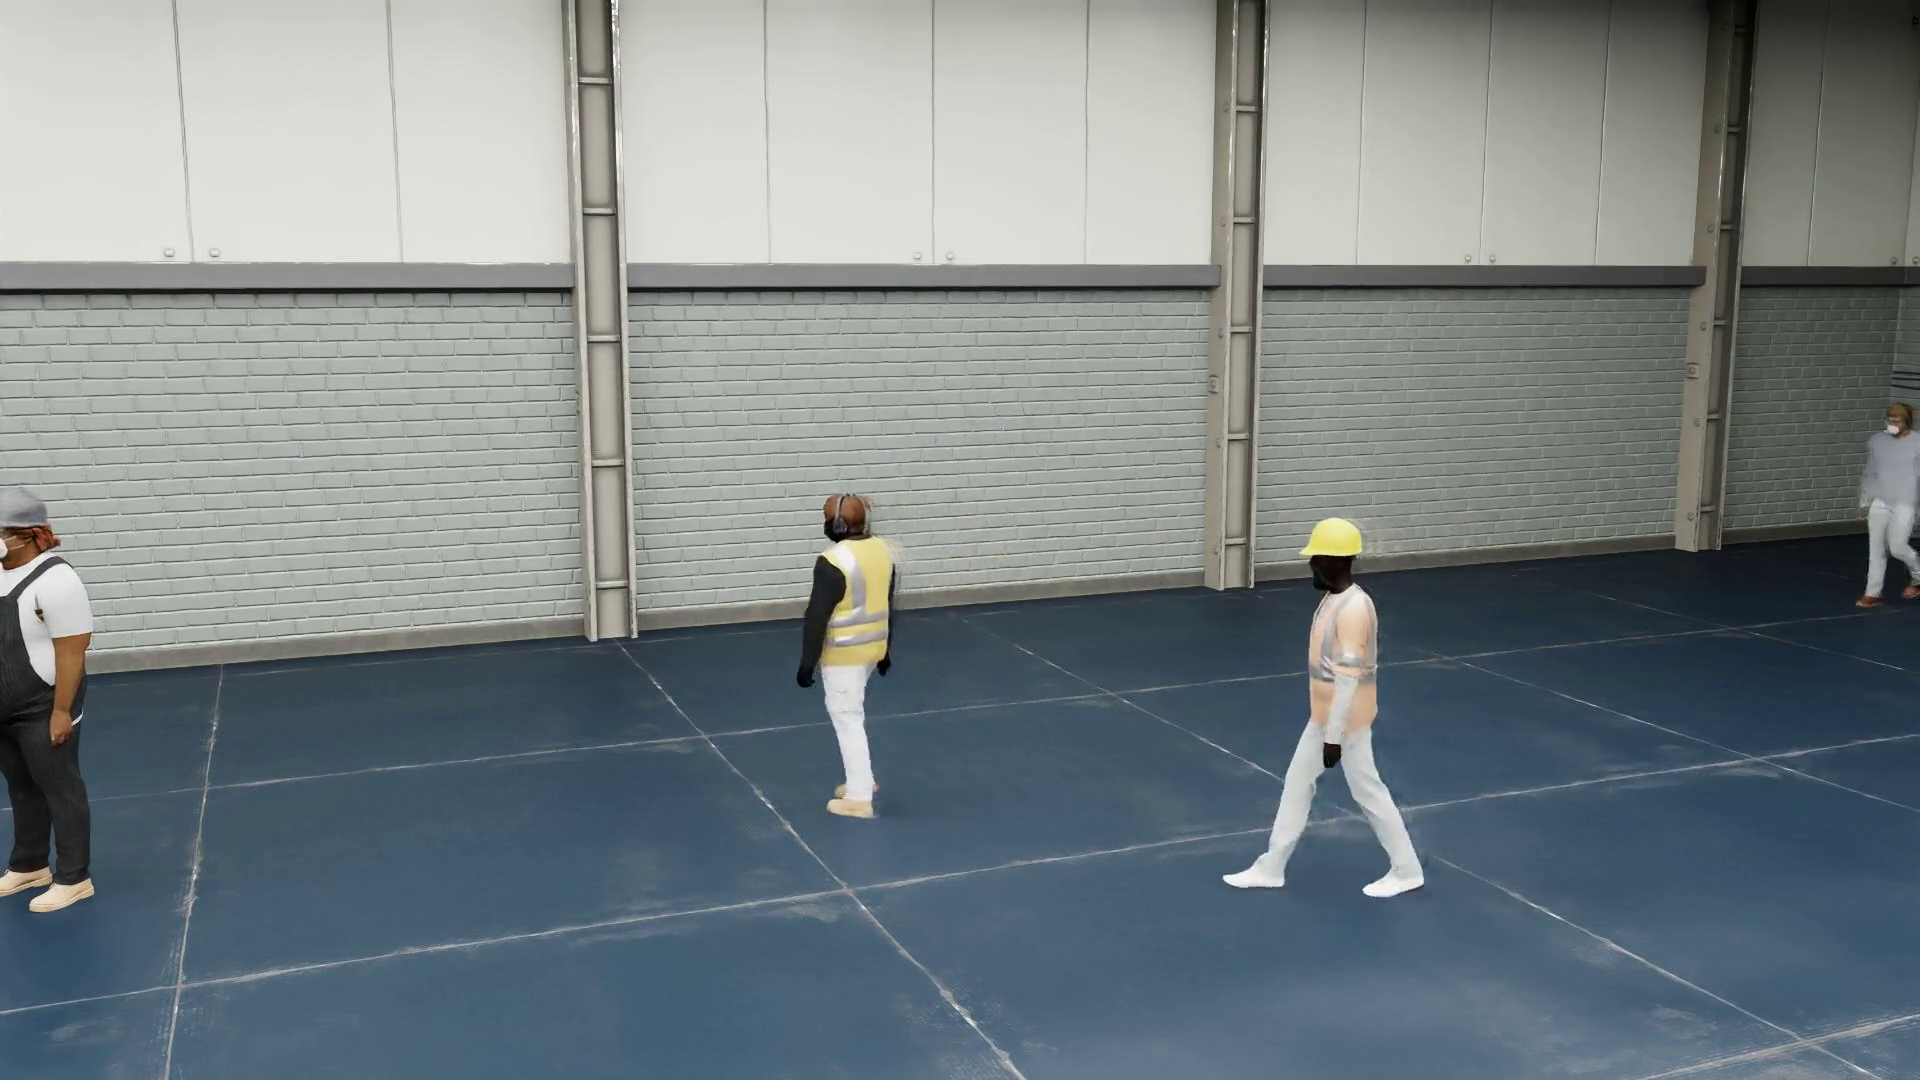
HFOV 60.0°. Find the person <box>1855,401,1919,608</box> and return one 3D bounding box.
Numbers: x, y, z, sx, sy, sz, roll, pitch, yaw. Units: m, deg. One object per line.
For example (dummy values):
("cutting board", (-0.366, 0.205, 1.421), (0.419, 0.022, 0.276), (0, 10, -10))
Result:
("person", (8.555, -0.317, 15.120), (0.608, 1.910, 0.692), (-3, 10, -20))

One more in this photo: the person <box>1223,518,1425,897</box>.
("person", (1.833, 0.825, 8.062), (0.974, 1.880, 0.601), (0, 9, 0))

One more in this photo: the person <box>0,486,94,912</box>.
("person", (-4.495, 0.756, 7.969), (0.683, 2.000, 0.538), (5, 11, 31))

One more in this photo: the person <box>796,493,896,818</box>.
("person", (-0.655, 0.646, 9.357), (0.511, 1.825, 0.636), (4, 10, 25))
